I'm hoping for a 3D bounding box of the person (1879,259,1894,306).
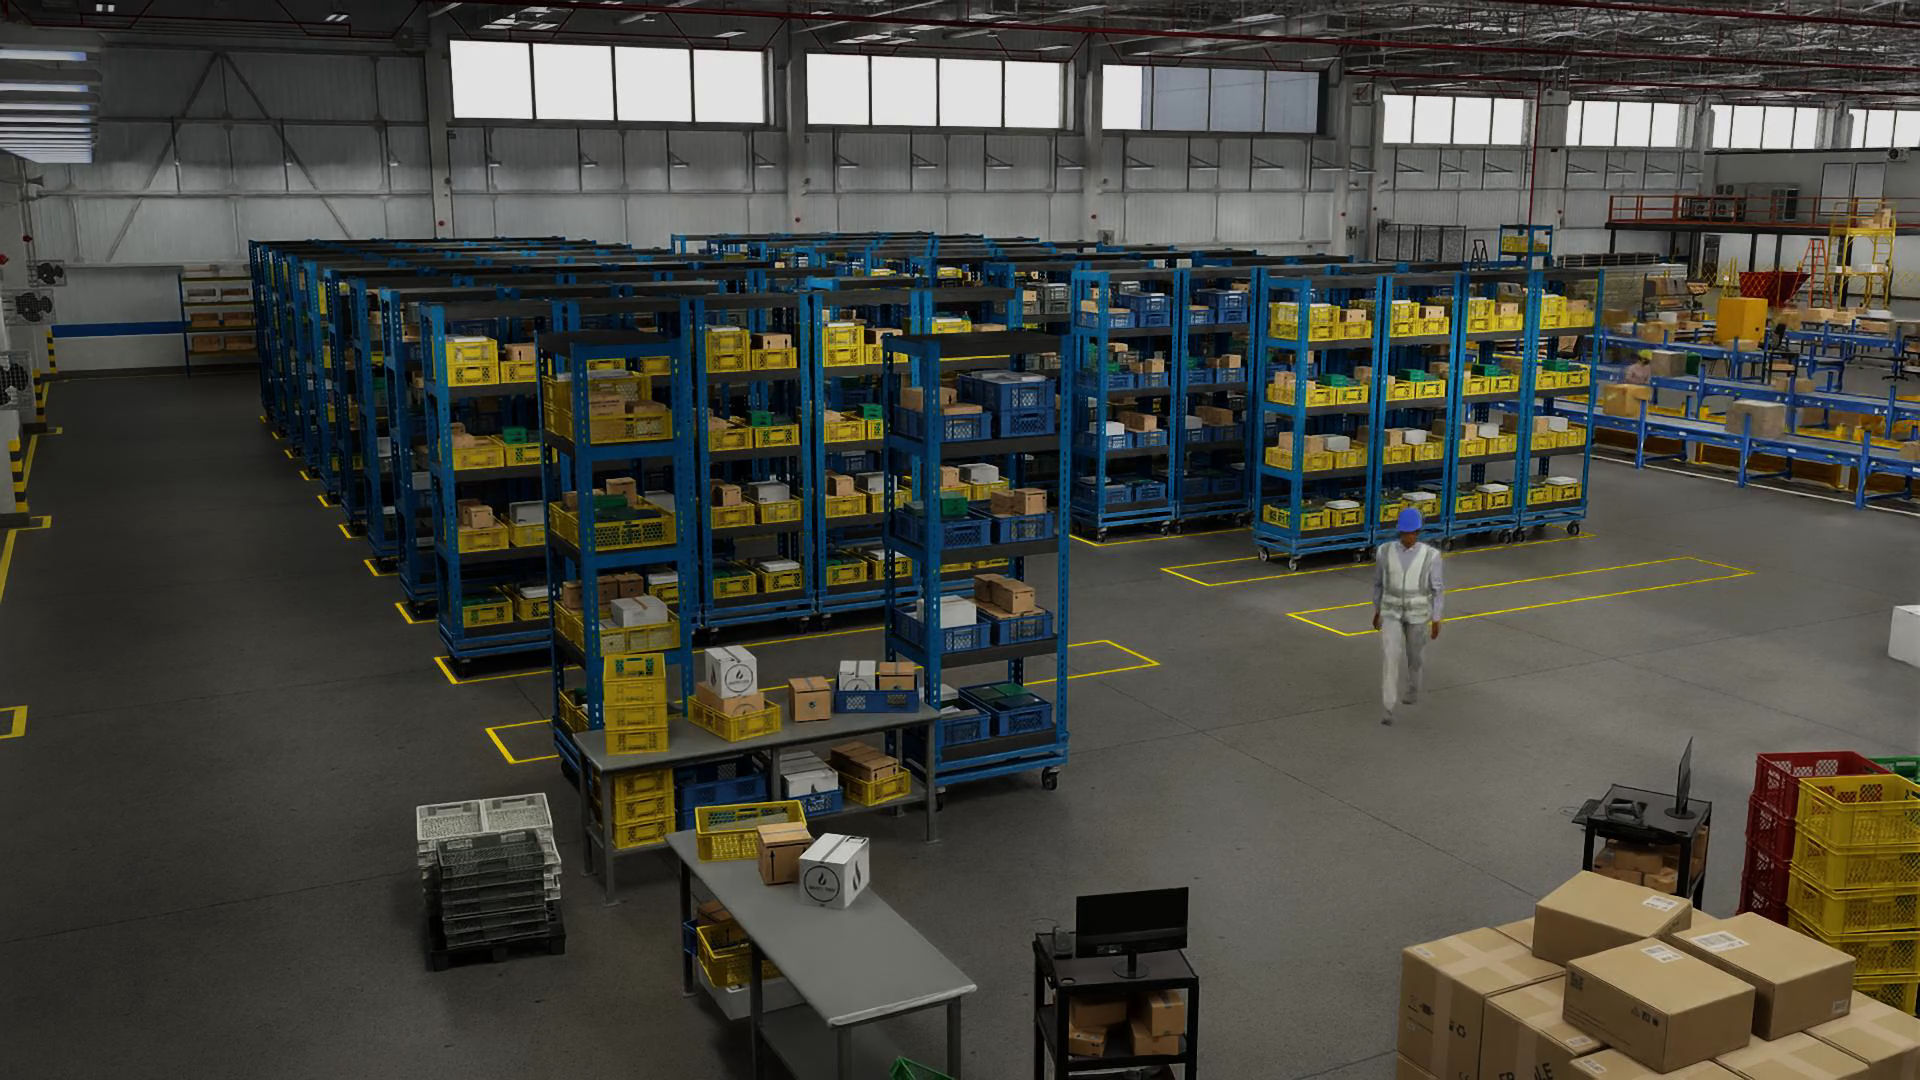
[{"bbox_3d":[36.168,-10.028,64.855,0.517,1.842,0.325,-9,15,-35],"label":"person"}]

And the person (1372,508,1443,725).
[{"bbox_3d":[4.004,0.628,14.880,0.620,1.908,0.978,5,13,21],"label":"person"}]

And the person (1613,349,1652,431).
[{"bbox_3d":[12.614,-2.730,31.084,0.527,1.683,0.985,-6,14,-27],"label":"person"}]

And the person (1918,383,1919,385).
[{"bbox_3d":[23.247,-4.582,39.039,1.043,2.000,0.625,4,13,19],"label":"person"}]
